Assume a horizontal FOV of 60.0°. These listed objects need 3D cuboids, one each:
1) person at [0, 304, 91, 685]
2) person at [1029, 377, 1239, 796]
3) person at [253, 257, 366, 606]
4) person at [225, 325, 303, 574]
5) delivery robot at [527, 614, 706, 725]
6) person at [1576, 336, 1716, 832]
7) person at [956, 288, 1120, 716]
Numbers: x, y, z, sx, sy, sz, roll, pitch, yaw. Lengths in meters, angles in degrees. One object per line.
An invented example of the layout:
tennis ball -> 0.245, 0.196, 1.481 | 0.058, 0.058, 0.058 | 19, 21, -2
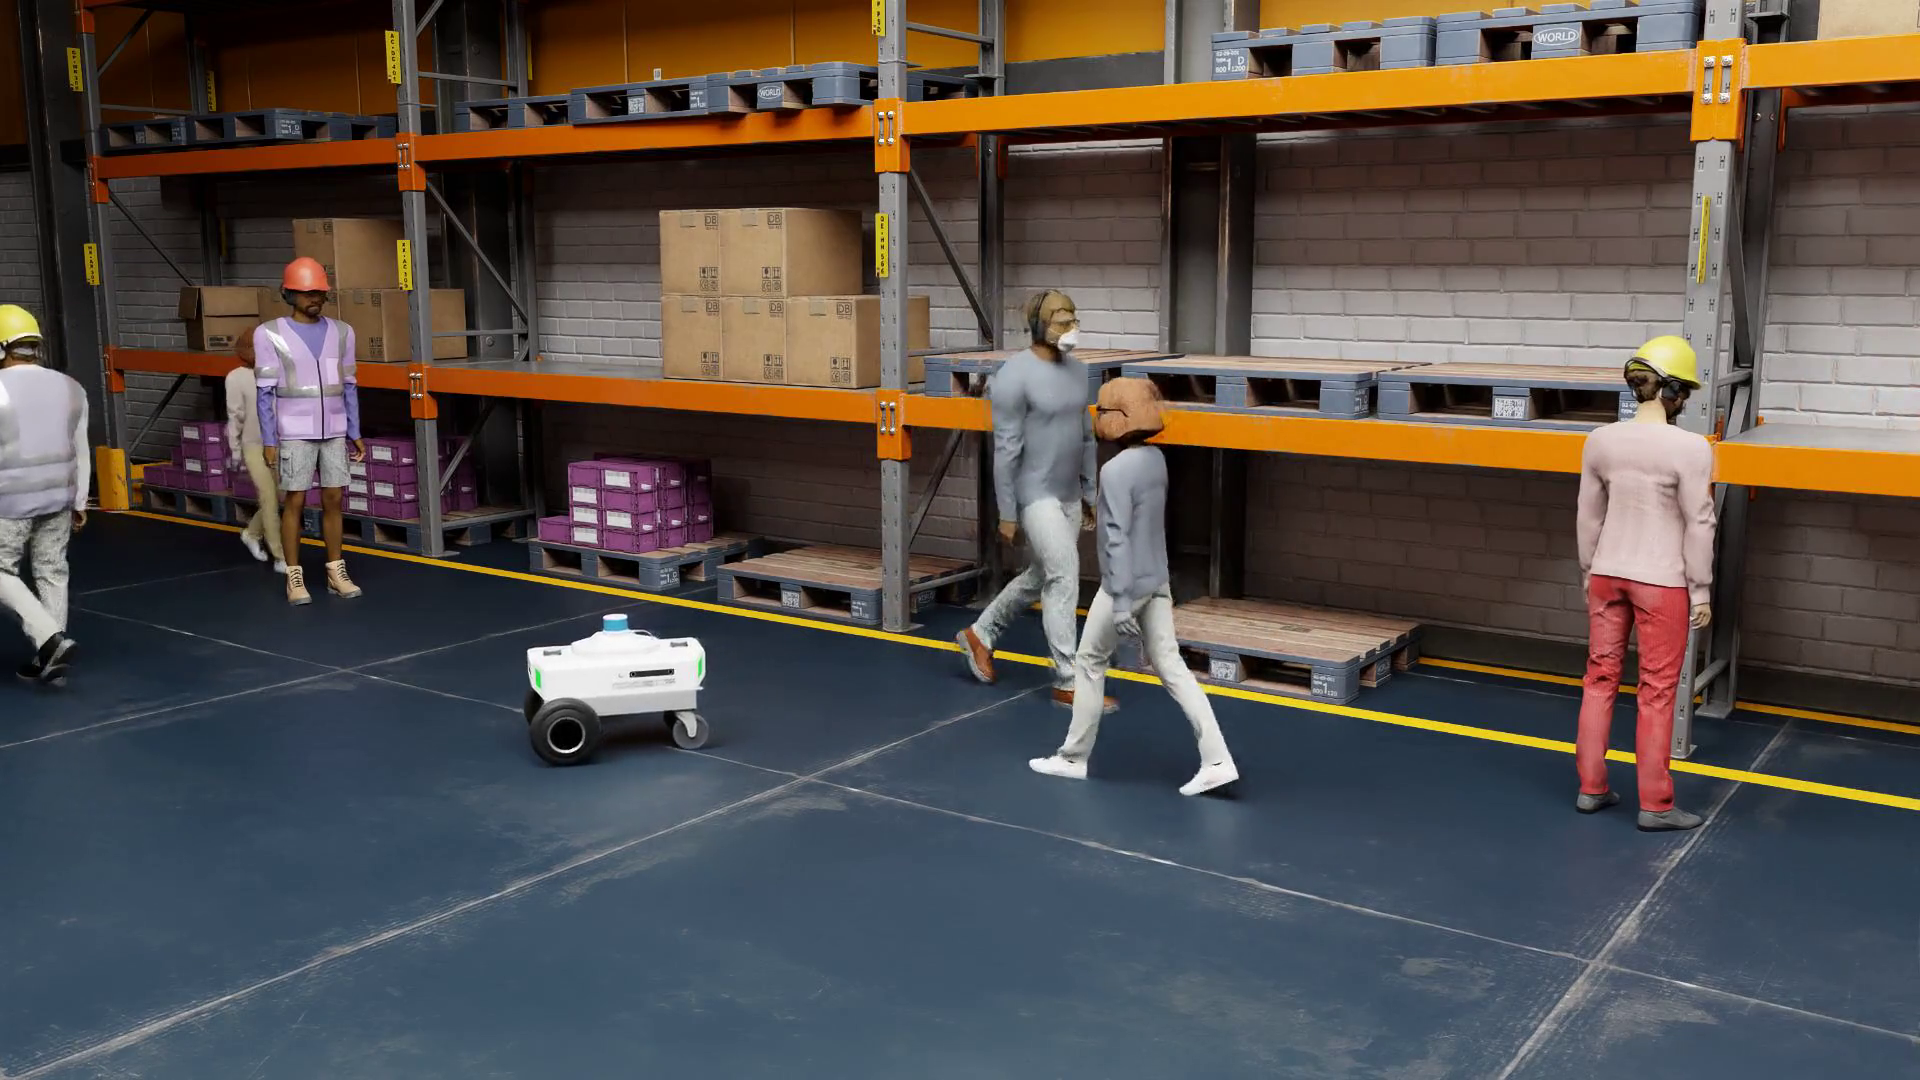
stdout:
person -> -4.351, -0.188, 7.803 | 0.466, 1.820, 0.615 | 5, 11, 28
person -> 0.693, 0.179, 6.314 | 0.852, 1.591, 0.507 | 6, 11, 33
person -> -3.819, -0.639, 9.842 | 0.616, 2.039, 0.379 | -9, 13, -44
person -> -4.549, -0.595, 10.858 | 0.688, 1.615, 0.516 | 5, 11, 26
delivery robot -> -1.419, 0.551, 6.894 | 0.707, 0.478, 0.477 | -3, 10, -17
person -> 2.455, 0.156, 5.956 | 0.333, 1.759, 0.523 | -6, 11, -32
person -> 0.342, -0.194, 7.614 | 0.919, 1.909, 0.642 | 7, 12, 37
